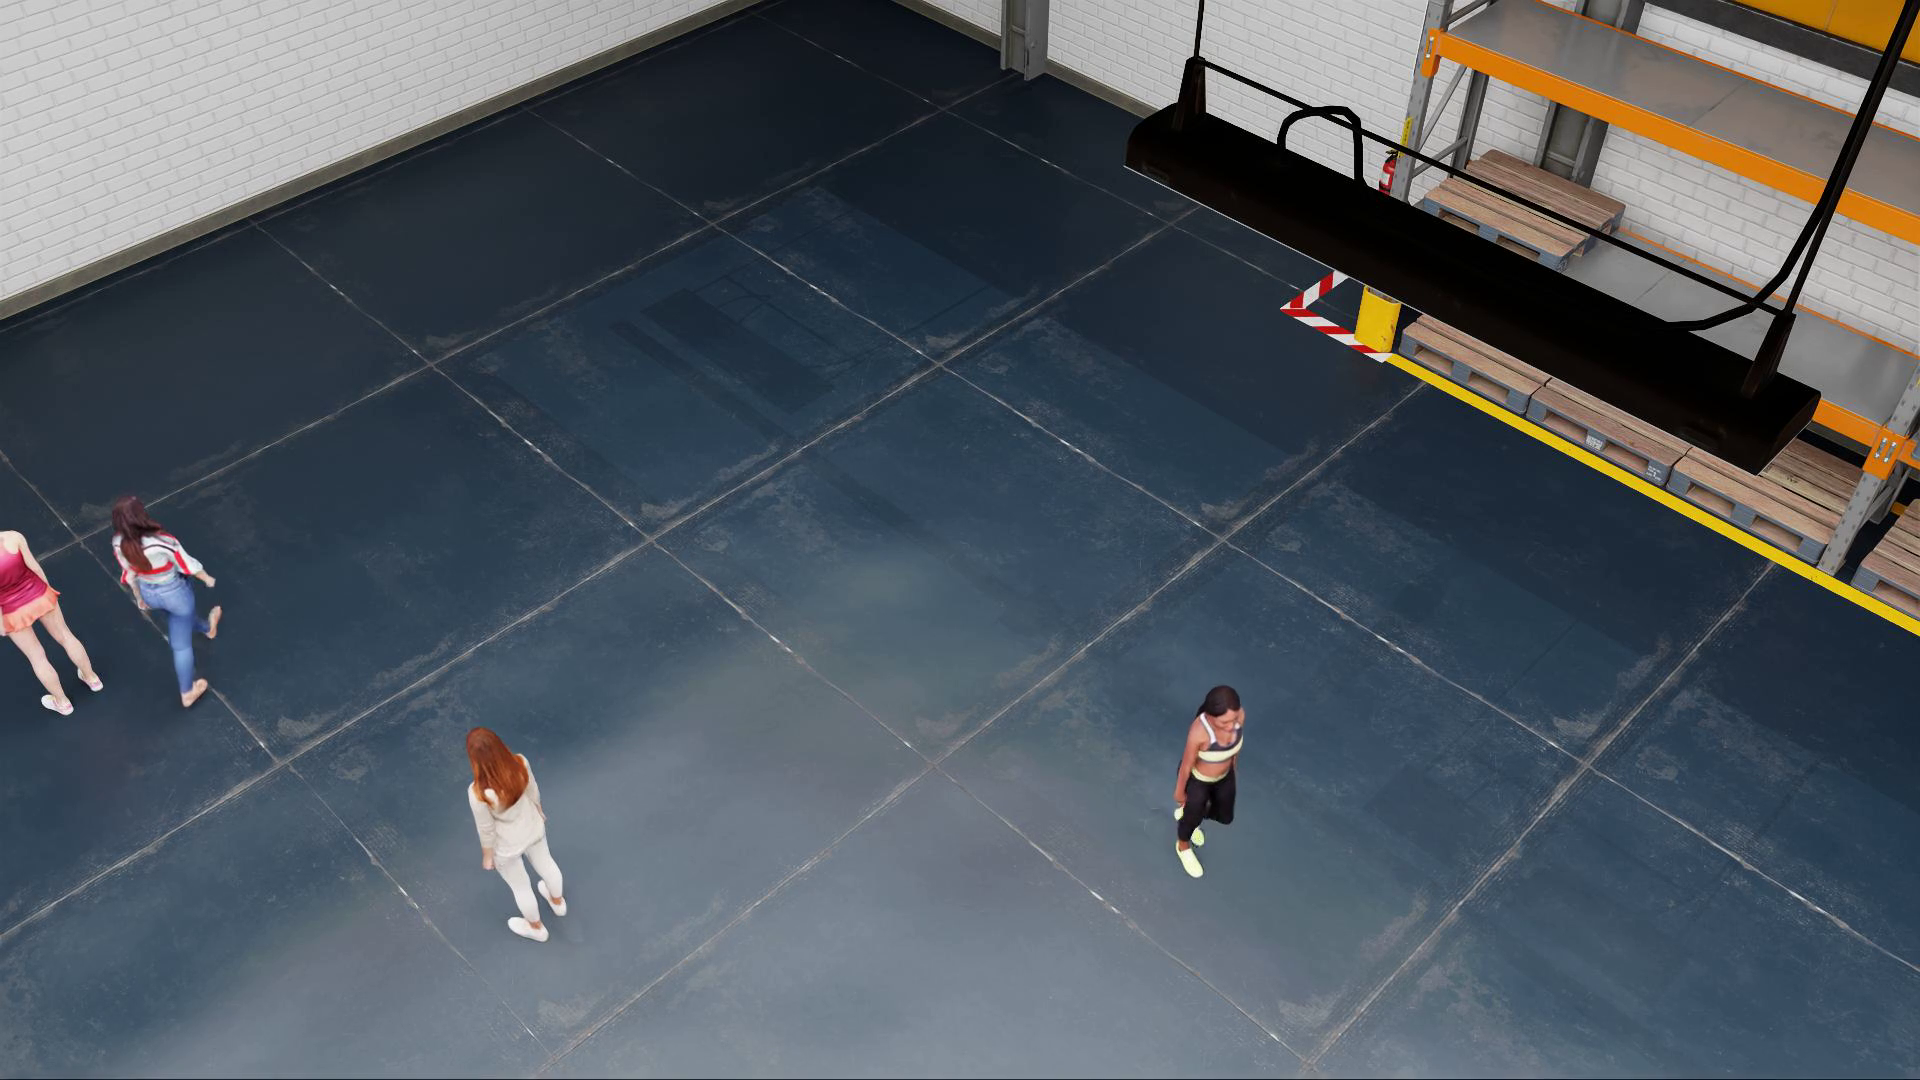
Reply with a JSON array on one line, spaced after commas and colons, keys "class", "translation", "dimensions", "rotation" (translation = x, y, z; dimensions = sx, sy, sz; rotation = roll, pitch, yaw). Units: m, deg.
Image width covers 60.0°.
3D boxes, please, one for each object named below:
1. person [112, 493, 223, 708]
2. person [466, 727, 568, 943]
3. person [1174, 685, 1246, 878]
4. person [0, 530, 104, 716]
[{"class": "person", "translation": [-5.157, 0.426, 10.741], "dimensions": [1.063, 1.570, 1.070], "rotation": [5, 44, 5]}, {"class": "person", "translation": [-2.494, 1.656, 9.349], "dimensions": [0.585, 1.710, 0.639], "rotation": [26, 50, 25]}, {"class": "person", "translation": [1.392, 1.330, 9.676], "dimensions": [0.699, 1.732, 0.804], "rotation": [-22, 48, -21]}, {"class": "person", "translation": [-5.977, 0.419, 10.620], "dimensions": [0.601, 1.749, 0.615], "rotation": [23, 48, 23]}]
